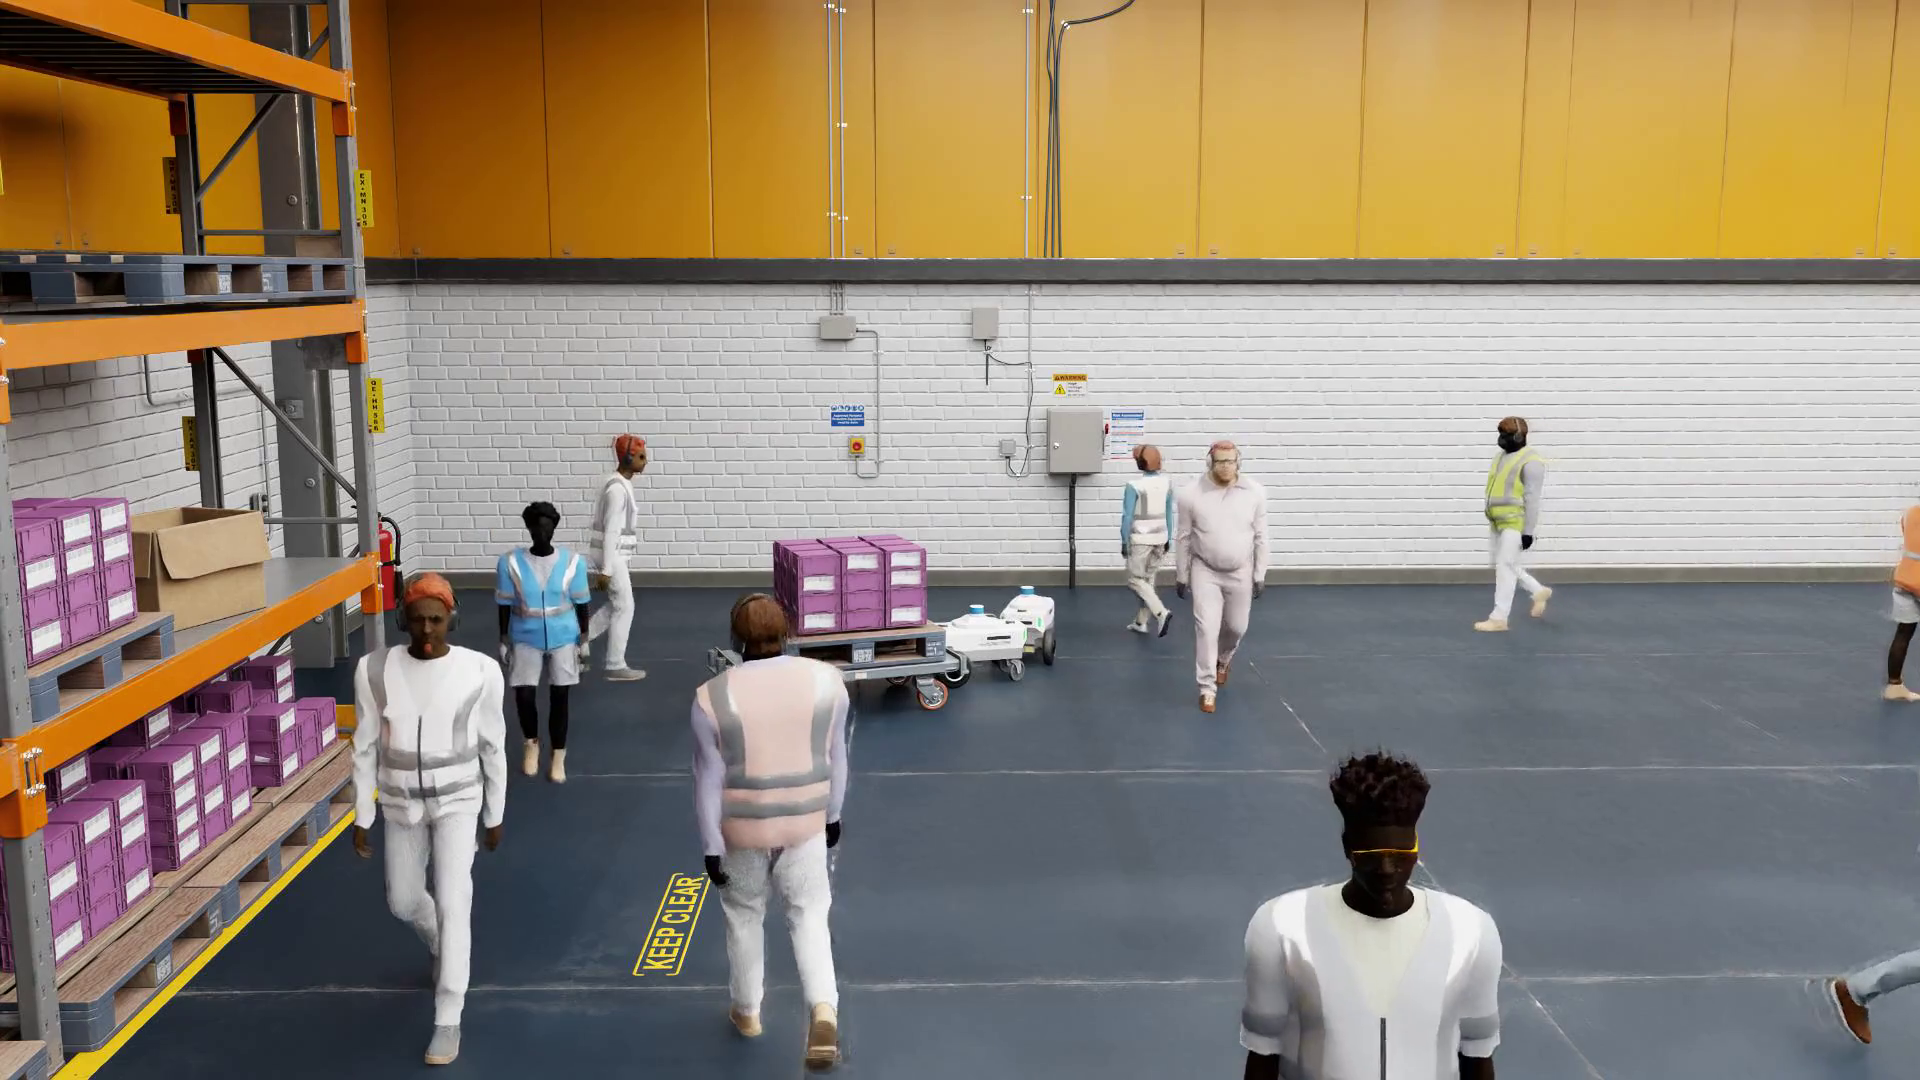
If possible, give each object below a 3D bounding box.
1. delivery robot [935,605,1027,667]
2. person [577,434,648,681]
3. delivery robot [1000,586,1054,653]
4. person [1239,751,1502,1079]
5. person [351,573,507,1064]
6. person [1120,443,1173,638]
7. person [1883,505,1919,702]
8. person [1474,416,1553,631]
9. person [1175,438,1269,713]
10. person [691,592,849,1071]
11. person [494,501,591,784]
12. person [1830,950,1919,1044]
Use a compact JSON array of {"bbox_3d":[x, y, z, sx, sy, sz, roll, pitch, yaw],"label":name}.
[{"bbox_3d":[0.124,0.722,12.257,0.707,0.478,0.477,-2,9,-15],"label":"delivery robot"},{"bbox_3d":[-2.611,0.135,12.218,0.659,1.844,0.594,-2,9,-10],"label":"person"},{"bbox_3d":[0.528,0.603,12.984,0.477,0.478,0.707,2,9,11],"label":"delivery robot"},{"bbox_3d":[0.964,1.424,3.991,0.611,1.945,0.725,1,9,4],"label":"person"},{"bbox_3d":[-2.077,1.039,6.589,0.579,1.865,0.802,-1,9,-4],"label":"person"},{"bbox_3d":[1.562,0.016,13.639,0.525,1.621,0.649,-6,11,-34],"label":"person"},{"bbox_3d":[6.795,0.324,11.559,0.630,1.677,0.538,-1,9,-6],"label":"person"},{"bbox_3d":[4.686,-0.138,13.963,0.669,1.822,0.625,-2,9,-10],"label":"person"},{"bbox_3d":[1.828,0.210,11.670,0.643,1.886,0.820,0,9,0],"label":"person"},{"bbox_3d":[-0.708,1.103,6.350,0.626,1.822,0.779,-3,10,-18],"label":"person"},{"bbox_3d":[-2.439,0.603,9.781,0.551,1.684,0.367,-3,10,-17],"label":"person"},{"bbox_3d":[3.728,1.222,6.252,0.501,1.614,0.624,-9,13,-43],"label":"person"}]
